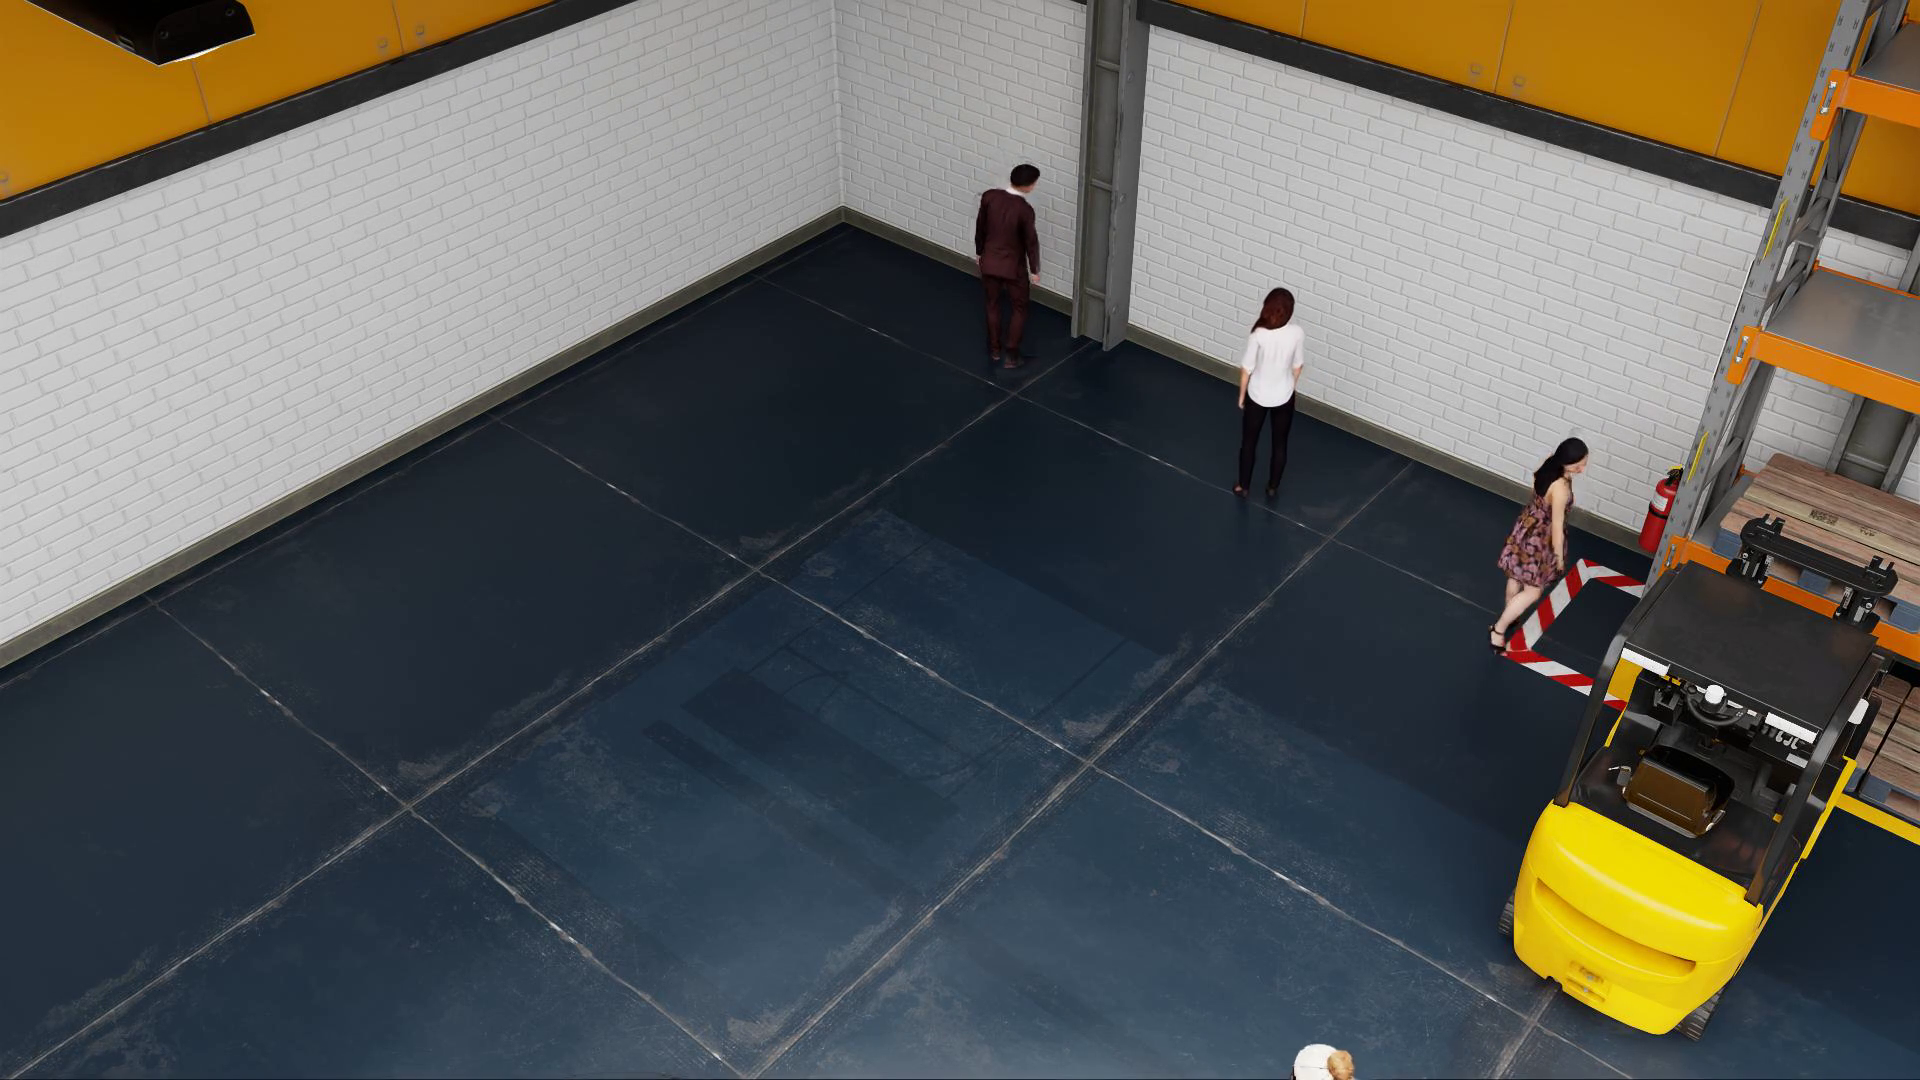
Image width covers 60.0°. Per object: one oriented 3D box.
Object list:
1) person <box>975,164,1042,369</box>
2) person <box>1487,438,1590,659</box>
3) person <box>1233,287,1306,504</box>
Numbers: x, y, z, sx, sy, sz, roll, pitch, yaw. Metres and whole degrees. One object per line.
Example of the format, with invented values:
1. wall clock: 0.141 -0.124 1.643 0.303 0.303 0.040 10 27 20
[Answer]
1. person: 0.358 -2.279 13.711 0.689 1.829 0.867 6 39 7
2. person: 3.804 -0.008 10.924 0.861 1.758 0.826 -8 39 -10
3. person: 2.270 -1.028 12.173 0.674 1.793 0.736 -2 39 -2
